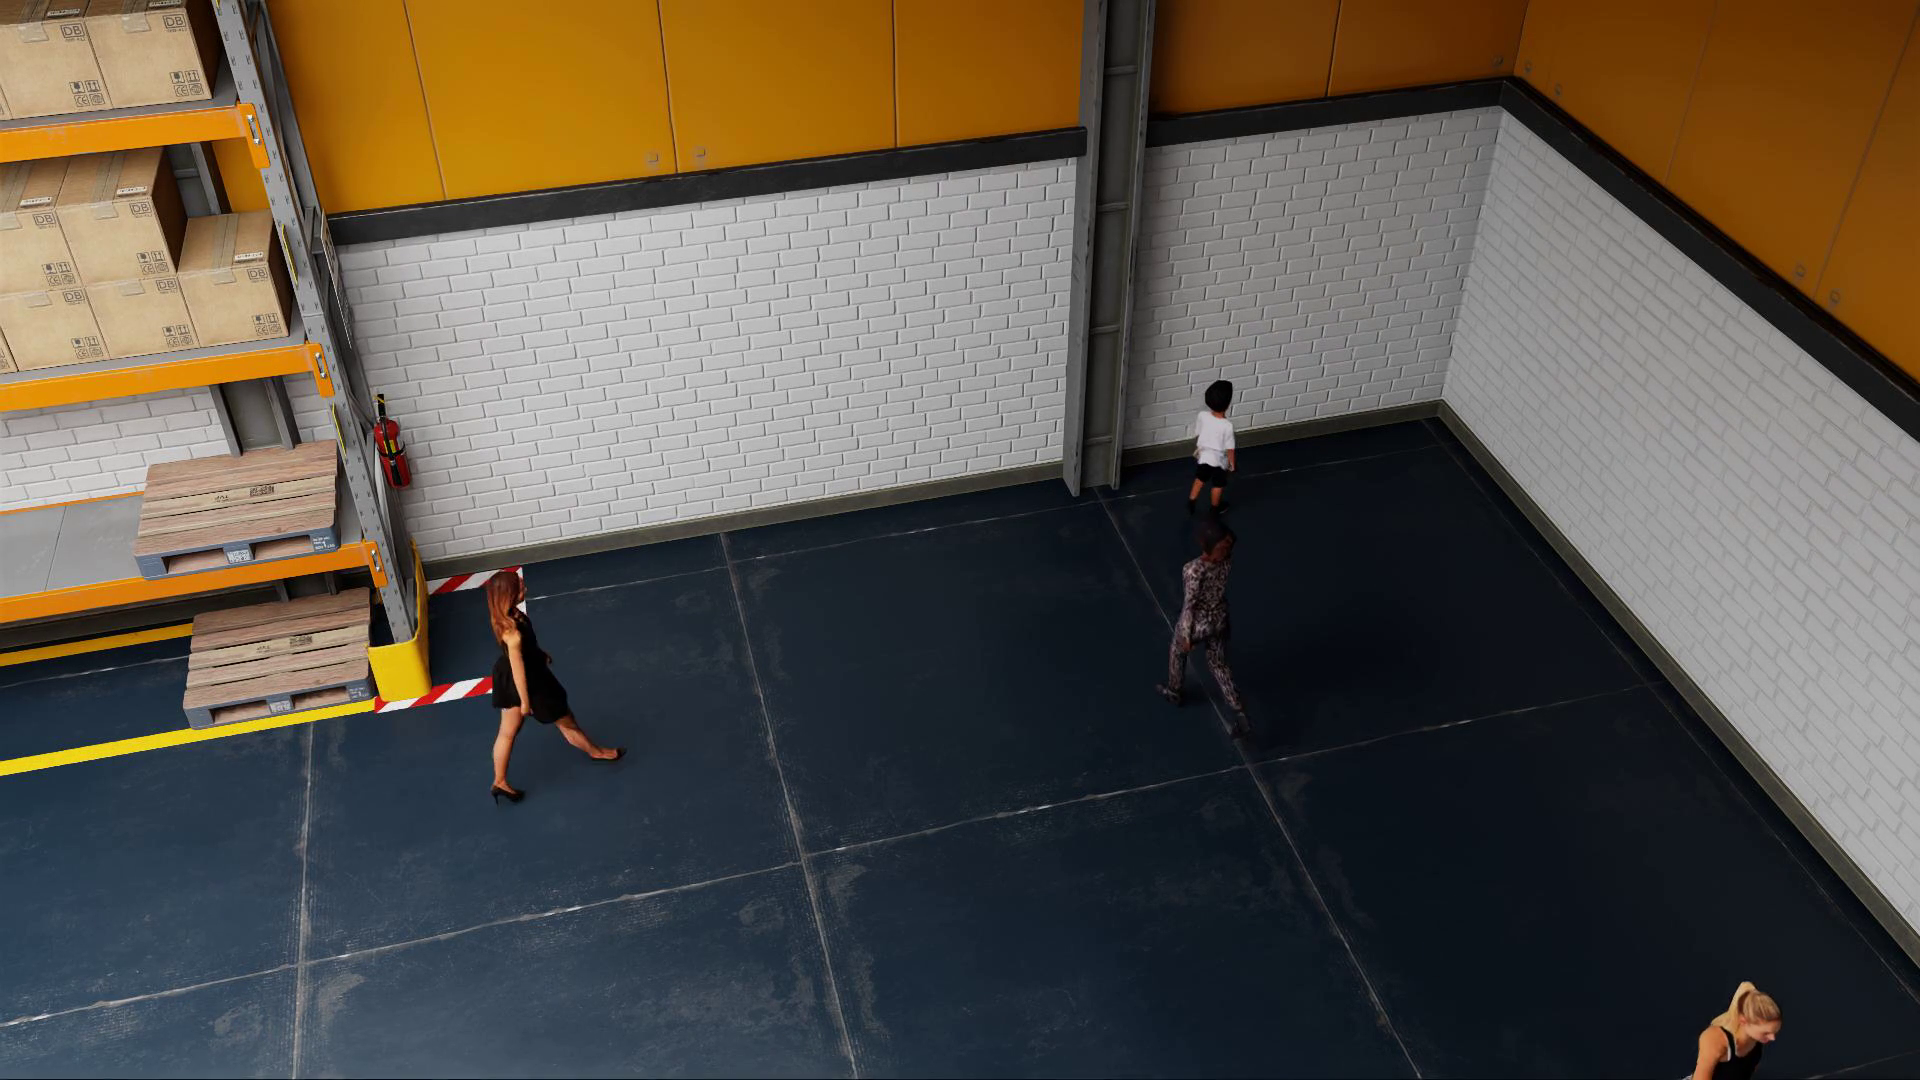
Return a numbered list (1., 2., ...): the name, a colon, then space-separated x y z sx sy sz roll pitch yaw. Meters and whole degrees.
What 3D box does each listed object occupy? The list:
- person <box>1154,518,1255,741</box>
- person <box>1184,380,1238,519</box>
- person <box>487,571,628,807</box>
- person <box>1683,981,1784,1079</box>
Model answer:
1. person: 1.649 0.592 10.785 1.088 1.686 0.867 -23 44 -26
2. person: 1.917 -0.646 12.682 0.673 1.253 0.756 28 46 31
3. person: -2.778 0.951 10.252 1.171 1.791 0.772 -19 42 -22
4. person: 3.561 2.660 8.082 0.641 1.828 0.762 -23 44 -27
